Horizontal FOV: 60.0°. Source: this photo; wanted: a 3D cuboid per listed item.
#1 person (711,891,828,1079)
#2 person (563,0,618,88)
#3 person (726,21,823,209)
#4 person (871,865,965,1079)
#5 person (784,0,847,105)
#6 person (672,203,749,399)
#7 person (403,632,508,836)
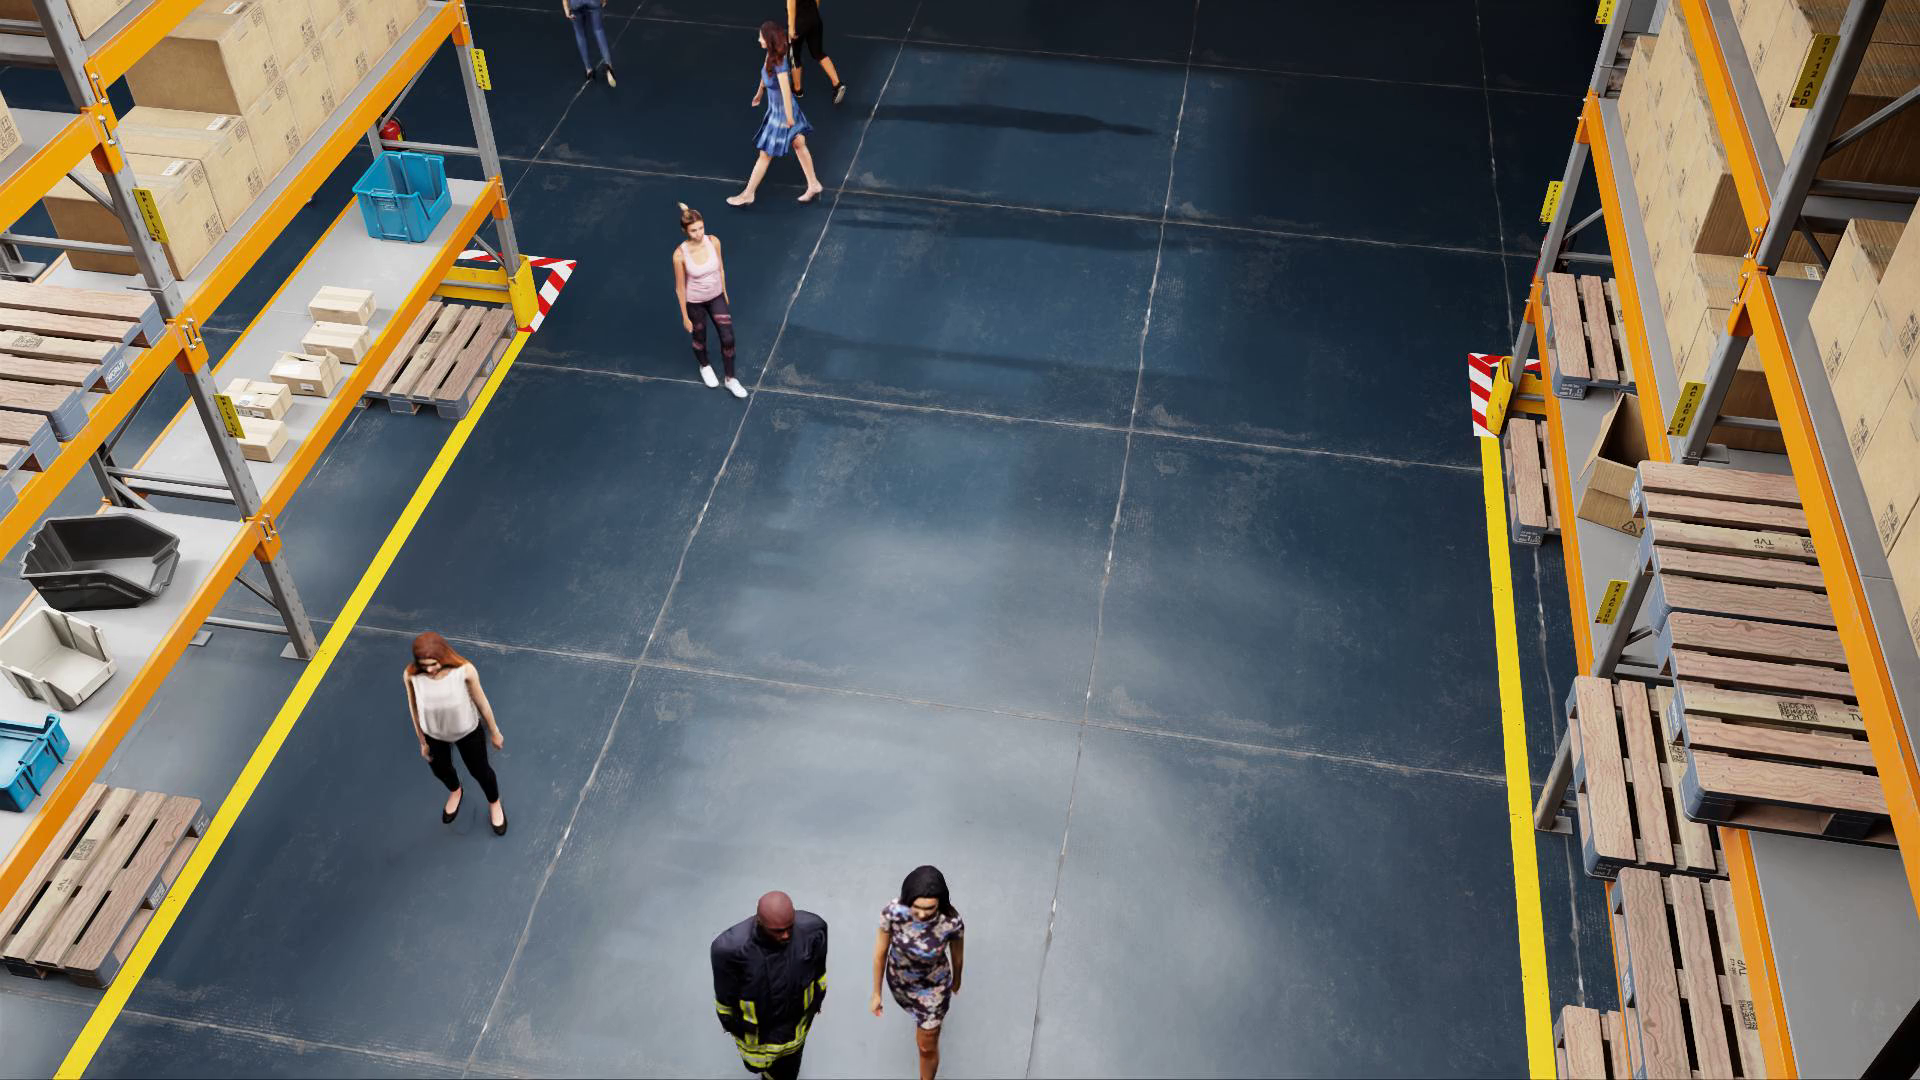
[{"bbox_3d":[-0.963,2.235,8.379,0.964,1.797,1.064,-8,44,-8],"label":"person"},{"bbox_3d":[-3.624,-5.197,16.196,0.932,1.775,1.044,-20,47,-20],"label":"person"},{"bbox_3d":[-1.488,-3.710,14.648,0.904,1.758,1.115,-5,44,-6],"label":"person"},{"bbox_3d":[-0.204,2.183,8.505,0.611,1.699,1.071,8,44,9],"label":"person"},{"bbox_3d":[-1.445,-4.972,16.055,0.977,1.643,1.047,30,51,28],"label":"person"},{"bbox_3d":[-2.010,-1.888,12.829,0.834,1.629,0.909,-21,47,-21],"label":"person"},{"bbox_3d":[-2.948,1.086,9.650,0.730,1.707,0.711,-4,44,-4],"label":"person"}]
